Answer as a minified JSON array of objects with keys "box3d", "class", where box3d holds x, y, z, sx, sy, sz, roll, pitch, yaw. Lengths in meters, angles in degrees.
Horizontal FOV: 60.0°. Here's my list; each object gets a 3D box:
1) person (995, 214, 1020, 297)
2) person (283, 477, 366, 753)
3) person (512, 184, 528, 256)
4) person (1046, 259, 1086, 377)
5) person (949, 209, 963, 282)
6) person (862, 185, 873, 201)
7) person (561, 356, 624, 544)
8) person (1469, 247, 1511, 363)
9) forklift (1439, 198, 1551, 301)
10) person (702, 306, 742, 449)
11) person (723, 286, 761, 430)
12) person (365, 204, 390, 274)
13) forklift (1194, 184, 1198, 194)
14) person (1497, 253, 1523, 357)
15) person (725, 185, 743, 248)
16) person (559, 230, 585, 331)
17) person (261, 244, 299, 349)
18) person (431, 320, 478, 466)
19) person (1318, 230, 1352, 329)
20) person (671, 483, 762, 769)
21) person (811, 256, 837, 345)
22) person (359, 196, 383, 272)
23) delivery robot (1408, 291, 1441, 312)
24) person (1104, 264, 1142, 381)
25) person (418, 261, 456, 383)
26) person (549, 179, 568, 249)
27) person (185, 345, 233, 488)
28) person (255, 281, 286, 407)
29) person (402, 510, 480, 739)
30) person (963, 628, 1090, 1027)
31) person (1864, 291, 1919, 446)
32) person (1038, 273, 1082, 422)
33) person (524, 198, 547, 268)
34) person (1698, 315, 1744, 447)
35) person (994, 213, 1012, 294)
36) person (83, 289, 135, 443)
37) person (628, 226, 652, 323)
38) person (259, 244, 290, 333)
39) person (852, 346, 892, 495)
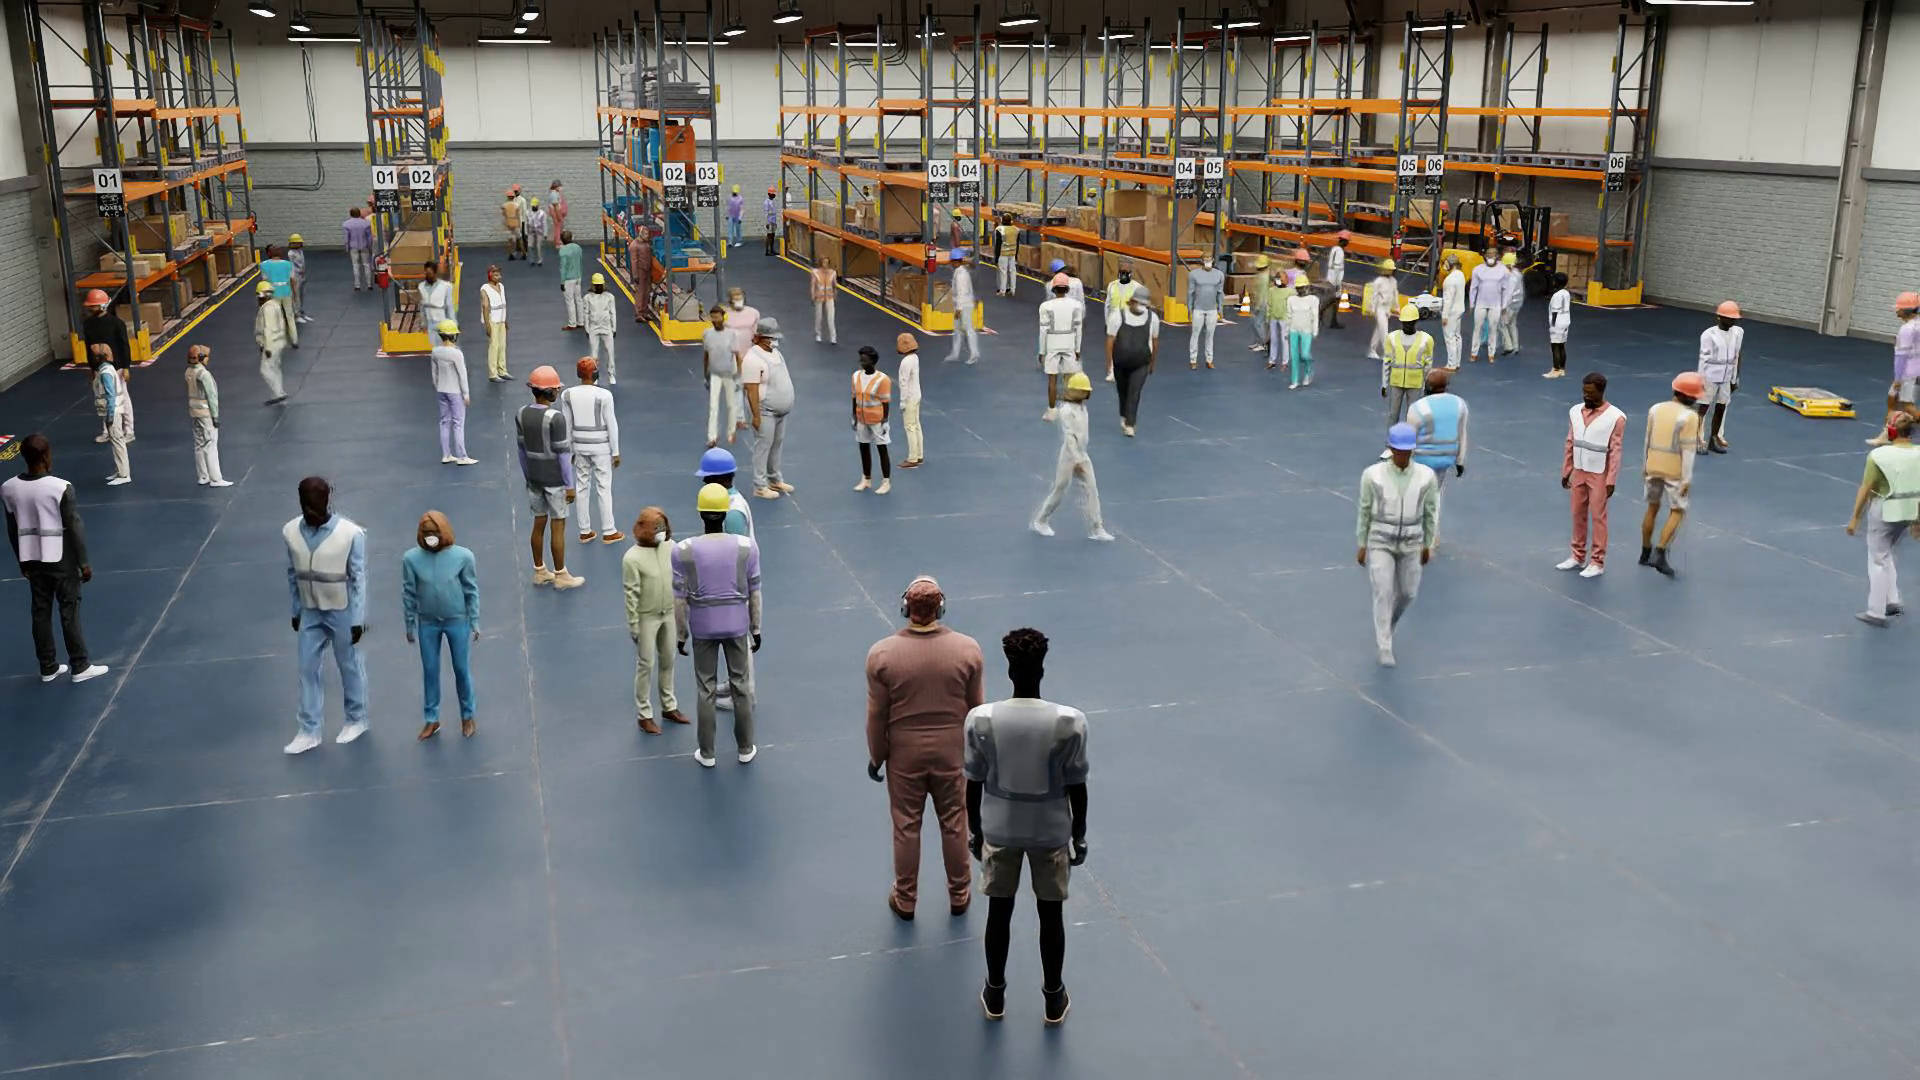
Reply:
[{"box3d":[1.042,-6.408,37.434,0.626,1.844,0.429,-10,18,-33],"class":"person"},{"box3d":[-4.338,0.524,11.252,0.615,1.896,0.768,3,15,11],"class":"person"},{"box3d":[-12.488,-9.042,47.047,0.619,1.997,0.373,11,18,35],"class":"person"},{"box3d":[1.690,-3.505,26.411,0.650,1.891,0.471,7,16,24],"class":"person"},{"box3d":[-0.092,-7.083,40.117,0.313,1.769,0.523,-3,15,-10],"class":"person"},{"box3d":[-2.724,-9.538,49.182,0.517,1.866,0.340,12,19,39],"class":"person"},{"box3d":[-3.661,-0.890,16.587,0.573,1.883,0.354,4,15,14],"class":"person"},{"box3d":[8.890,-3.947,27.983,0.631,1.938,0.362,6,16,20],"class":"person"},{"box3d":[11.913,-6.508,37.130,2.313,2.155,1.214,-4,15,-15],"class":"forklift"},{"box3d":[-3.026,-2.053,21.090,0.544,1.816,0.997,1,15,2],"class":"person"},{"box3d":[-2.980,-2.474,22.484,0.650,1.914,0.570,-8,17,-27],"class":"person"},{"box3d":[-14.556,-7.499,41.646,0.647,1.802,0.936,-6,16,-21],"class":"person"},{"box3d":[7.392,-11.333,53.972,1.873,2.768,1.129,-4,15,-15],"class":"forklift"},{"box3d":[9.431,-4.021,28.529,0.499,1.798,0.645,5,16,17],"class":"person"},{"box3d":[-6.761,-9.675,49.716,0.654,1.850,0.982,3,15,12],"class":"person"},{"box3d":[-7.449,-4.965,31.846,0.377,1.929,0.633,7,16,23],"class":"person"},{"box3d":[-12.066,-4.313,29.543,0.570,1.843,0.372,-9,17,-30],"class":"person"},{"box3d":[-6.156,-1.786,20.185,0.533,1.768,0.310,8,17,29],"class":"person"},{"box3d":[7.226,-5.028,32.109,0.605,1.907,0.583,0,15,0],"class":"person"},{"box3d":[-1.599,0.571,11.006,0.585,1.928,0.365,-4,15,-13],"class":"person"},{"box3d":[-2.474,-4.370,30.238,0.513,1.596,0.866,-4,15,-14],"class":"person"},{"box3d":[-15.122,-7.853,42.711,0.656,1.937,0.958,-2,15,-6],"class":"person"},{"box3d":[9.404,-4.796,33.653,0.707,0.478,0.477,-9,17,-31],"class":"delivery robot"},{"box3d":[2.560,-3.404,26.130,0.627,1.844,0.429,5,16,20],"class":"person"},{"box3d":[-8.165,-3.419,26.065,0.604,1.902,0.467,6,16,20],"class":"person"},{"box3d":[-11.914,-9.690,49.400,0.535,2.000,0.685,-4,15,-14],"class":"person"},{"box3d":[-8.643,-1.414,19.033,0.511,1.637,0.307,12,19,37],"class":"person"},{"box3d":[-9.958,-2.824,24.037,0.406,1.800,0.611,-4,15,-15],"class":"person"},{"box3d":[-3.584,0.583,11.525,0.507,1.631,0.266,-2,15,-7],"class":"person"},{"box3d":[0.316,1.369,7.949,0.605,1.959,0.374,2,15,9],"class":"person"},{"box3d":[12.041,-2.110,20.941,0.850,2.017,0.613,10,18,34],"class":"person"},{"box3d":[1.367,-2.644,22.882,0.613,2.043,0.374,-4,15,-14],"class":"person"},{"box3d":[-11.175,-8.061,43.711,0.608,1.805,0.659,0,15,0],"class":"person"},{"box3d":[9.698,-2.104,21.212,0.501,1.861,0.326,-2,15,-6],"class":"person"},{"box3d":[1.032,-6.527,37.916,0.403,1.823,0.588,12,19,38],"class":"person"},{"box3d":[-10.983,-2.237,21.447,0.612,1.991,0.392,3,15,13],"class":"person"},{"box3d":[-6.307,-5.281,33.098,0.400,1.892,0.659,5,16,18],"class":"person"},{"box3d":[-12.907,-4.723,31.367,0.536,1.696,0.322,-13,20,-41],"class":"person"},{"box3d":[-0.989,-1.346,18.689,0.531,1.691,0.322,11,18,36],"class":"person"}]
